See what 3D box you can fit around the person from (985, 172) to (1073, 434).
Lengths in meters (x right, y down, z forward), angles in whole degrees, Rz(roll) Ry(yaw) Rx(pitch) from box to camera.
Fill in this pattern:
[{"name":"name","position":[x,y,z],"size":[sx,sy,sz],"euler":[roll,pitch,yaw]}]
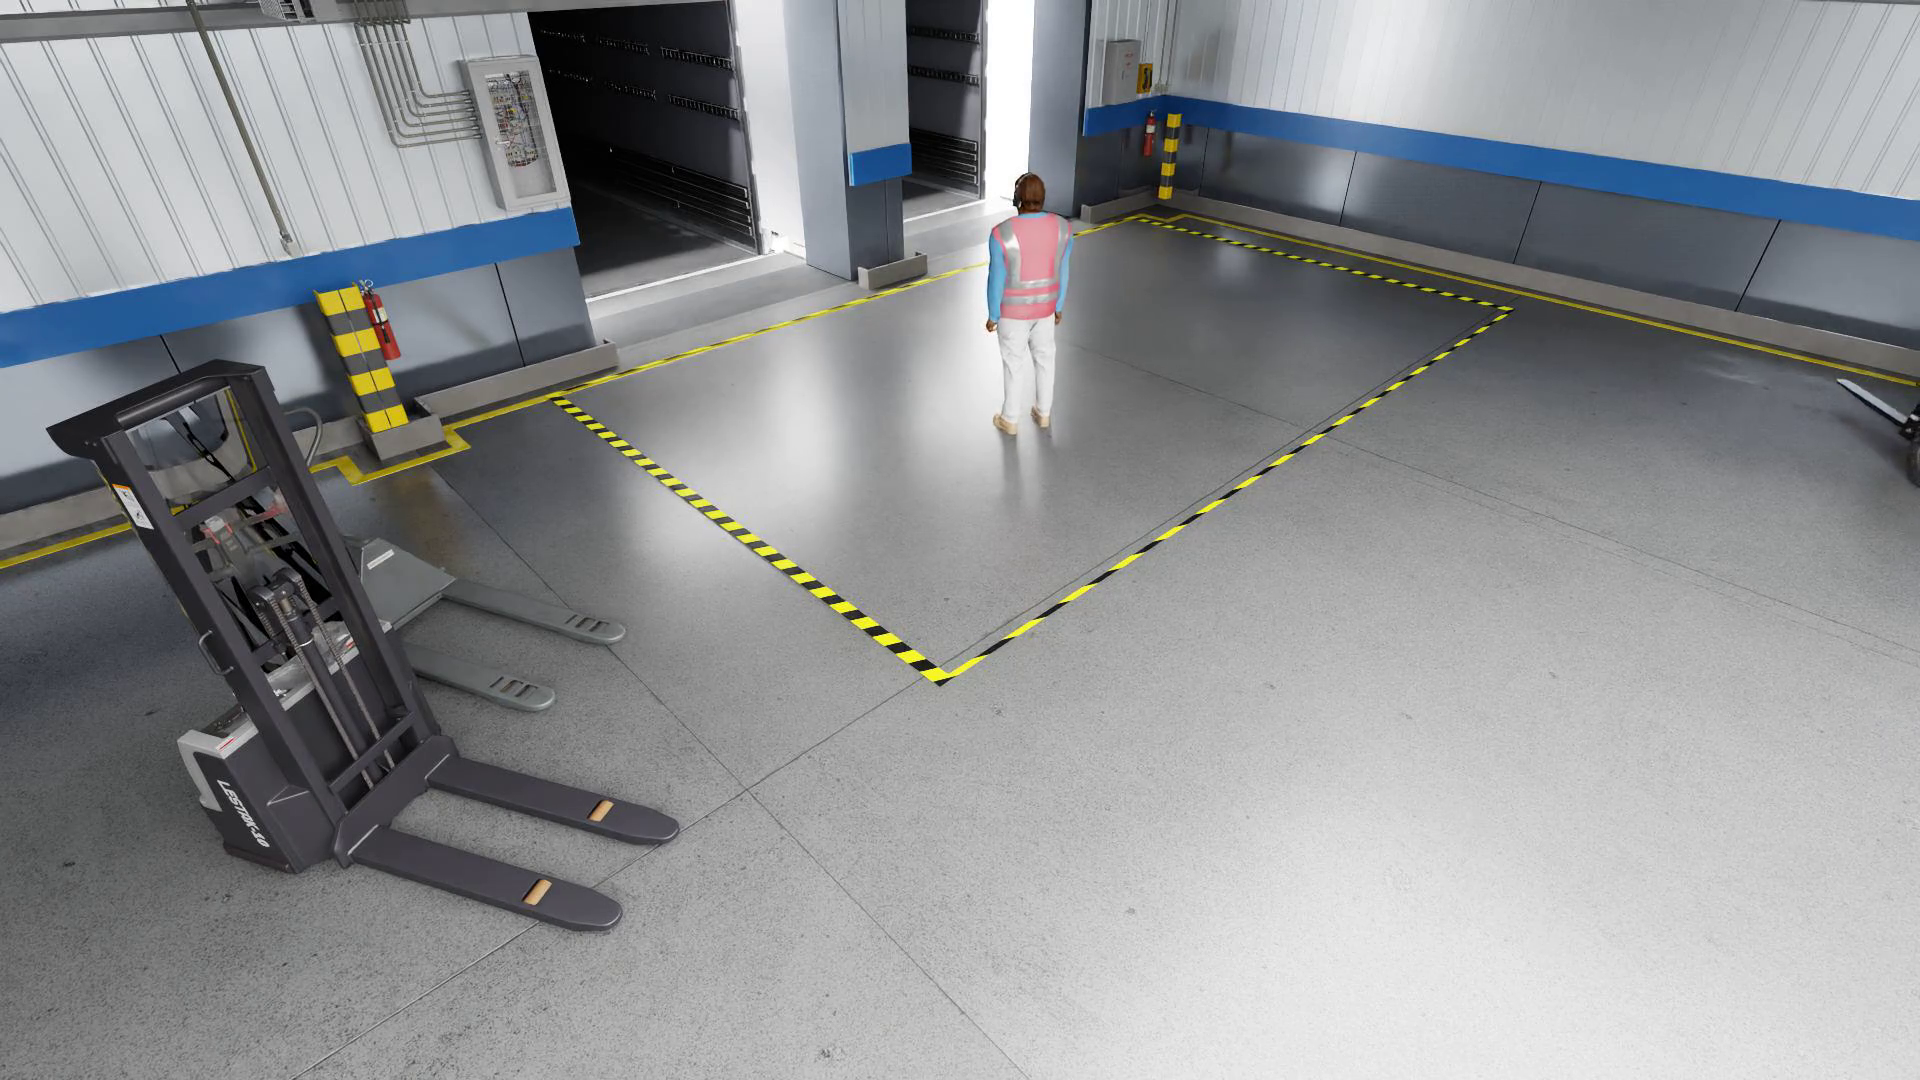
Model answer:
[{"name":"person","position":[0.461,-1.638,6.521],"size":[0.622,1.844,0.431],"euler":[-12,36,-17]}]

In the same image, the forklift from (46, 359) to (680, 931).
[{"name":"forklift","position":[-2.135,0.422,3.354],"size":[1.885,1.965,0.823],"euler":[10,35,14]}]

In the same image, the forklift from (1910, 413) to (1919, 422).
[{"name":"forklift","position":[7.024,-0.780,4.806],"size":[1.157,2.036,2.680],"euler":[5,35,7]}]

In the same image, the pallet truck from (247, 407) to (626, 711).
[{"name":"pallet truck","position":[-2.628,0.038,4.590],"size":[1.601,1.201,0.680],"euler":[12,36,18]}]
